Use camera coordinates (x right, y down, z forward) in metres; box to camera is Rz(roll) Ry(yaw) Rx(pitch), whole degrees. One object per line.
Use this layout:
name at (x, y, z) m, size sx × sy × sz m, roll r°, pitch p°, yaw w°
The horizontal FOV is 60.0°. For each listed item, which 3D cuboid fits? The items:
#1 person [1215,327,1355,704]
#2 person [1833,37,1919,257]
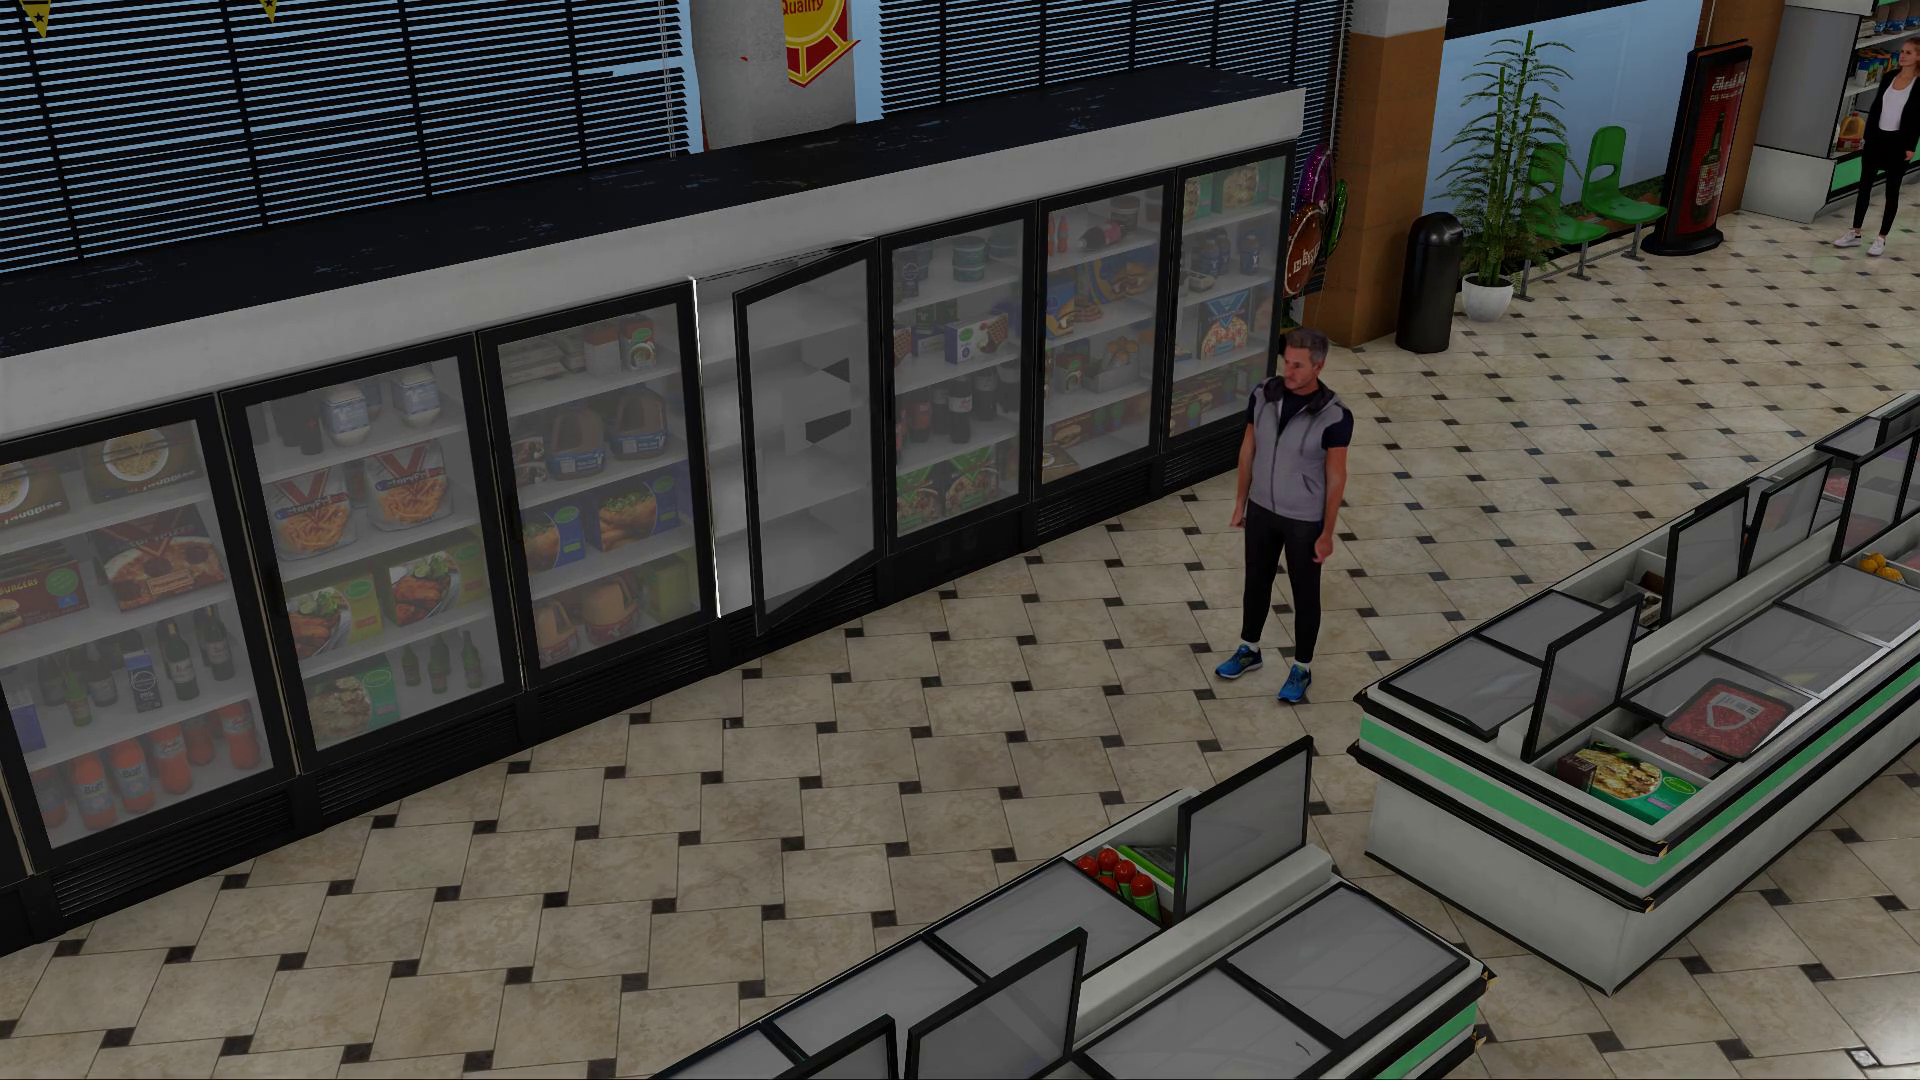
person at (1.524, -0.131, 7.705) m, size 0.726 × 1.828 × 0.622 m, roll 21°, pitch 34°, yaw 35°
person at (7.835, -3.312, 14.007) m, size 0.535 × 1.801 × 0.626 m, roll -16°, pitch 31°, yaw -29°
